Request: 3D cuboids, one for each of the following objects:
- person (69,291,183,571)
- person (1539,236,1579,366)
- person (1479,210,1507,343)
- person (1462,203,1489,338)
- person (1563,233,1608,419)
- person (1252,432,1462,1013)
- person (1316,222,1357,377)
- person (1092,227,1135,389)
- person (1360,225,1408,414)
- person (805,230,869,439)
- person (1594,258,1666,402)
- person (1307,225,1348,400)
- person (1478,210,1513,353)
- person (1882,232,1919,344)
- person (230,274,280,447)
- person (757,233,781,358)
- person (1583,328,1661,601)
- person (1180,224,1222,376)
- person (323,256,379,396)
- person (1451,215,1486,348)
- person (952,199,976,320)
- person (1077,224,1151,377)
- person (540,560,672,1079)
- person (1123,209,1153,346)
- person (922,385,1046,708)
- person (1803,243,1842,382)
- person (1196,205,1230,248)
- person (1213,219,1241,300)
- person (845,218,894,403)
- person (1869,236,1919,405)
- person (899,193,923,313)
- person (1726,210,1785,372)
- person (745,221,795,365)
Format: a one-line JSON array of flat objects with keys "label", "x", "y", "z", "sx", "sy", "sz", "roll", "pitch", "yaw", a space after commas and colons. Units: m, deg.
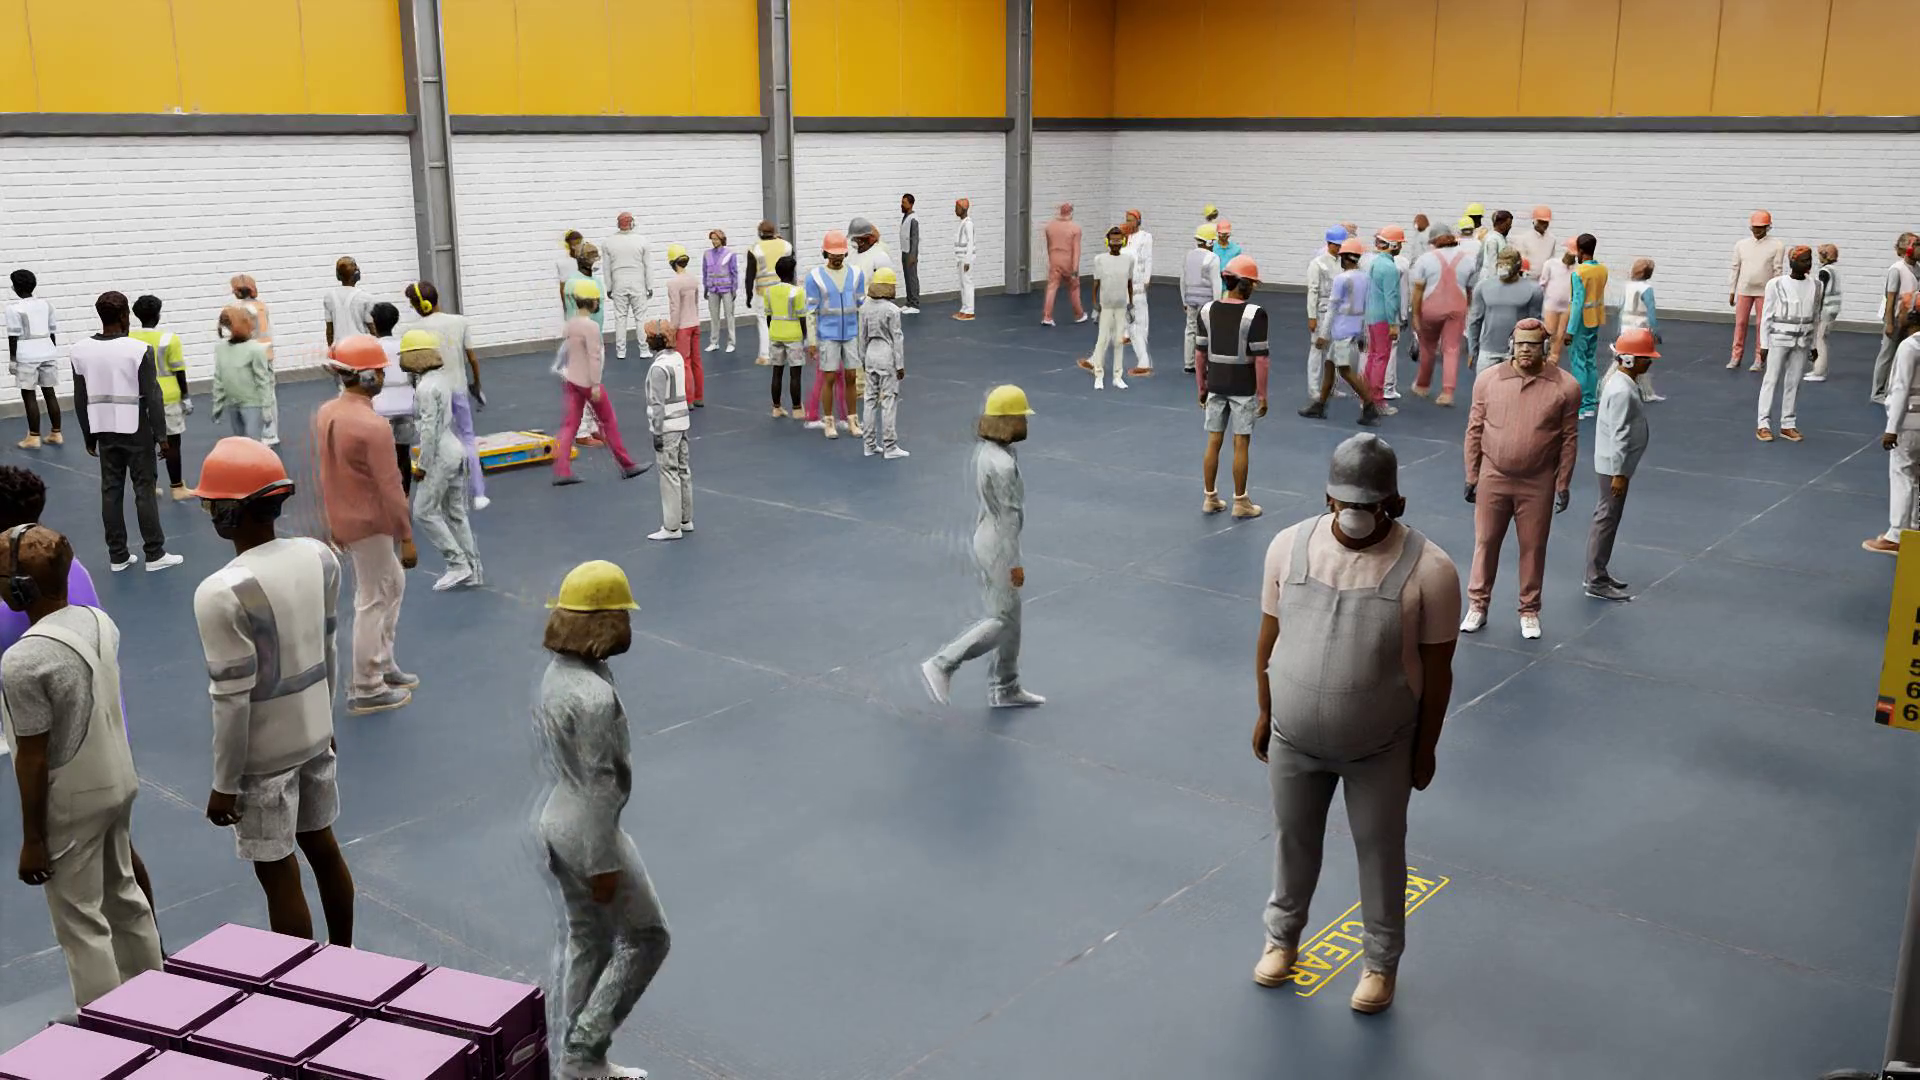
[{"label": "person", "x": -5.705, "y": -0.730, "z": 11.339, "sx": 0.597, "sy": 1.916, "sz": 0.370, "roll": 1, "pitch": 14, "yaw": 4}, {"label": "person", "x": 7.232, "y": -2.799, "z": 20.036, "sx": 0.605, "sy": 1.706, "sz": 0.481, "roll": 2, "pitch": 14, "yaw": 7}, {"label": "person", "x": 7.460, "y": -3.676, "z": 23.259, "sx": 0.505, "sy": 1.845, "sz": 0.345, "roll": -13, "pitch": 19, "yaw": -43}, {"label": "person", "x": 7.363, "y": -3.848, "z": 23.816, "sx": 0.425, "sy": 1.917, "sz": 0.590, "roll": -1, "pitch": 14, "yaw": -3}, {"label": "person", "x": 6.488, "y": -2.212, "z": 17.270, "sx": 0.596, "sy": 1.912, "sz": 0.372, "roll": -13, "pitch": 19, "yaw": -42}, {"label": "person", "x": 1.313, "y": 0.617, "z": 5.710, "sx": 0.681, "sy": 2.000, "sz": 0.535, "roll": 8, "pitch": 16, "yaw": 30}, {"label": "person", "x": 4.637, "y": -2.962, "z": 20.432, "sx": 0.666, "sy": 1.874, "sz": 0.911, "roll": -5, "pitch": 15, "yaw": -18}, {"label": "person", "x": 1.778, "y": -2.676, "z": 19.214, "sx": 0.513, "sy": 1.871, "sz": 0.329, "roll": -3, "pitch": 14, "yaw": -10}, {"label": "person", "x": 4.493, "y": -2.330, "z": 17.605, "sx": 0.406, "sy": 1.986, "sz": 0.620, "roll": 0, "pitch": 14, "yaw": -1}, {"label": "person", "x": -1.183, "y": -1.982, "z": 16.133, "sx": 0.610, "sy": 2.029, "sz": 0.408, "roll": -6, "pitch": 15, "yaw": -23}, {"label": "person", "x": 7.345, "y": -2.263, "z": 18.135, "sx": 0.875, "sy": 1.595, "sz": 0.508, "roll": 0, "pitch": 14, "yaw": 0}, {"label": "person", "x": 4.098, "y": -2.507, "z": 18.417, "sx": 0.616, "sy": 1.935, "sz": 0.425, "roll": -8, "pitch": 16, "yaw": -29}, {"label": "person", "x": 7.030, "y": -3.365, "z": 21.881, "sx": 0.392, "sy": 1.914, "sz": 0.587, "roll": 6, "pitch": 15, "yaw": 24}, {"label": "person", "x": 10.830, "y": -2.622, "z": 19.135, "sx": 0.615, "sy": 1.802, "sz": 0.424, "roll": -13, "pitch": 19, "yaw": -42}, {"label": "person", "x": -6.646, "y": -1.697, "z": 15.781, "sx": 0.362, "sy": 1.639, "sz": 0.698, "roll": -1, "pitch": 14, "yaw": -2}, {"label": "person", "x": -2.458, "y": -3.177, "z": 21.707, "sx": 0.320, "sy": 1.631, "sz": 0.516, "roll": 10, "pitch": 17, "yaw": 33}, {"label": "person", "x": 4.272, "y": -0.496, "z": 10.738, "sx": 0.342, "sy": 1.749, "sz": 0.573, "roll": 5, "pitch": 15, "yaw": 19}, {"label": "person", "x": 2.942, "y": -2.896, "z": 20.167, "sx": 0.403, "sy": 1.831, "sz": 0.596, "roll": -12, "pitch": 18, "yaw": -39}, {"label": "person", "x": -5.532, "y": -1.670, "z": 15.244, "sx": 0.508, "sy": 1.845, "sz": 0.342, "roll": 2, "pitch": 14, "yaw": 8}, {"label": "person", "x": 6.777, "y": -3.470, "z": 22.491, "sx": 0.610, "sy": 1.812, "sz": 0.463, "roll": 0, "pitch": 14, "yaw": 1}, {"label": "person", "x": 0.070, "y": -4.386, "z": 26.015, "sx": 0.337, "sy": 1.883, "sz": 0.584, "roll": -3, "pitch": 14, "yaw": -11}, {"label": "person", "x": 1.935, "y": -2.908, "z": 20.220, "sx": 0.981, "sy": 1.839, "sz": 0.585, "roll": 11, "pitch": 17, "yaw": 36}, {"label": "person", "x": -1.125, "y": 0.915, "z": 5.148, "sx": 0.393, "sy": 1.715, "sz": 0.510, "roll": -7, "pitch": 16, "yaw": -26}, {"label": "person", "x": 2.396, "y": -3.602, "z": 22.907, "sx": 0.579, "sy": 1.876, "sz": 0.351, "roll": 13, "pitch": 19, "yaw": 41}, {"label": "person", "x": 0.140, "y": 0.059, "z": 8.560, "sx": 0.578, "sy": 1.724, "sz": 0.490, "roll": -1, "pitch": 14, "yaw": -4}, {"label": "person", "x": 10.296, "y": -2.704, "z": 19.802, "sx": 0.337, "sy": 1.630, "sz": 0.594, "roll": 12, "pitch": 18, "yaw": 39}, {"label": "person", "x": 4.104, "y": -4.553, "z": 26.996, "sx": 0.545, "sy": 1.728, "sz": 0.396, "roll": 2, "pitch": 14, "yaw": 8}, {"label": "person", "x": 3.561, "y": -3.475, "z": 22.655, "sx": 0.570, "sy": 1.749, "sz": 0.338, "roll": -2, "pitch": 14, "yaw": -10}, {"label": "person", "x": -1.072, "y": -2.519, "z": 18.241, "sx": 0.536, "sy": 2.000, "sz": 0.688, "roll": -13, "pitch": 19, "yaw": -41}, {"label": "person", "x": 10.229, "y": -2.384, "z": 18.126, "sx": 0.567, "sy": 1.838, "sz": 0.383, "roll": -9, "pitch": 17, "yaw": -31}, {"label": "person", "x": -0.815, "y": -4.644, "z": 26.975, "sx": 0.388, "sy": 1.921, "sz": 0.593, "roll": -5, "pitch": 15, "yaw": -18}, {"label": "person", "x": 9.849, "y": -3.085, "z": 20.627, "sx": 0.608, "sy": 1.986, "sz": 0.400, "roll": 11, "pitch": 18, "yaw": 37}, {"label": "person", "x": -2.360, "y": -3.122, "z": 21.101, "sx": 0.737, "sy": 1.822, "sz": 0.511, "roll": -6, "pitch": 15, "yaw": -23}]
